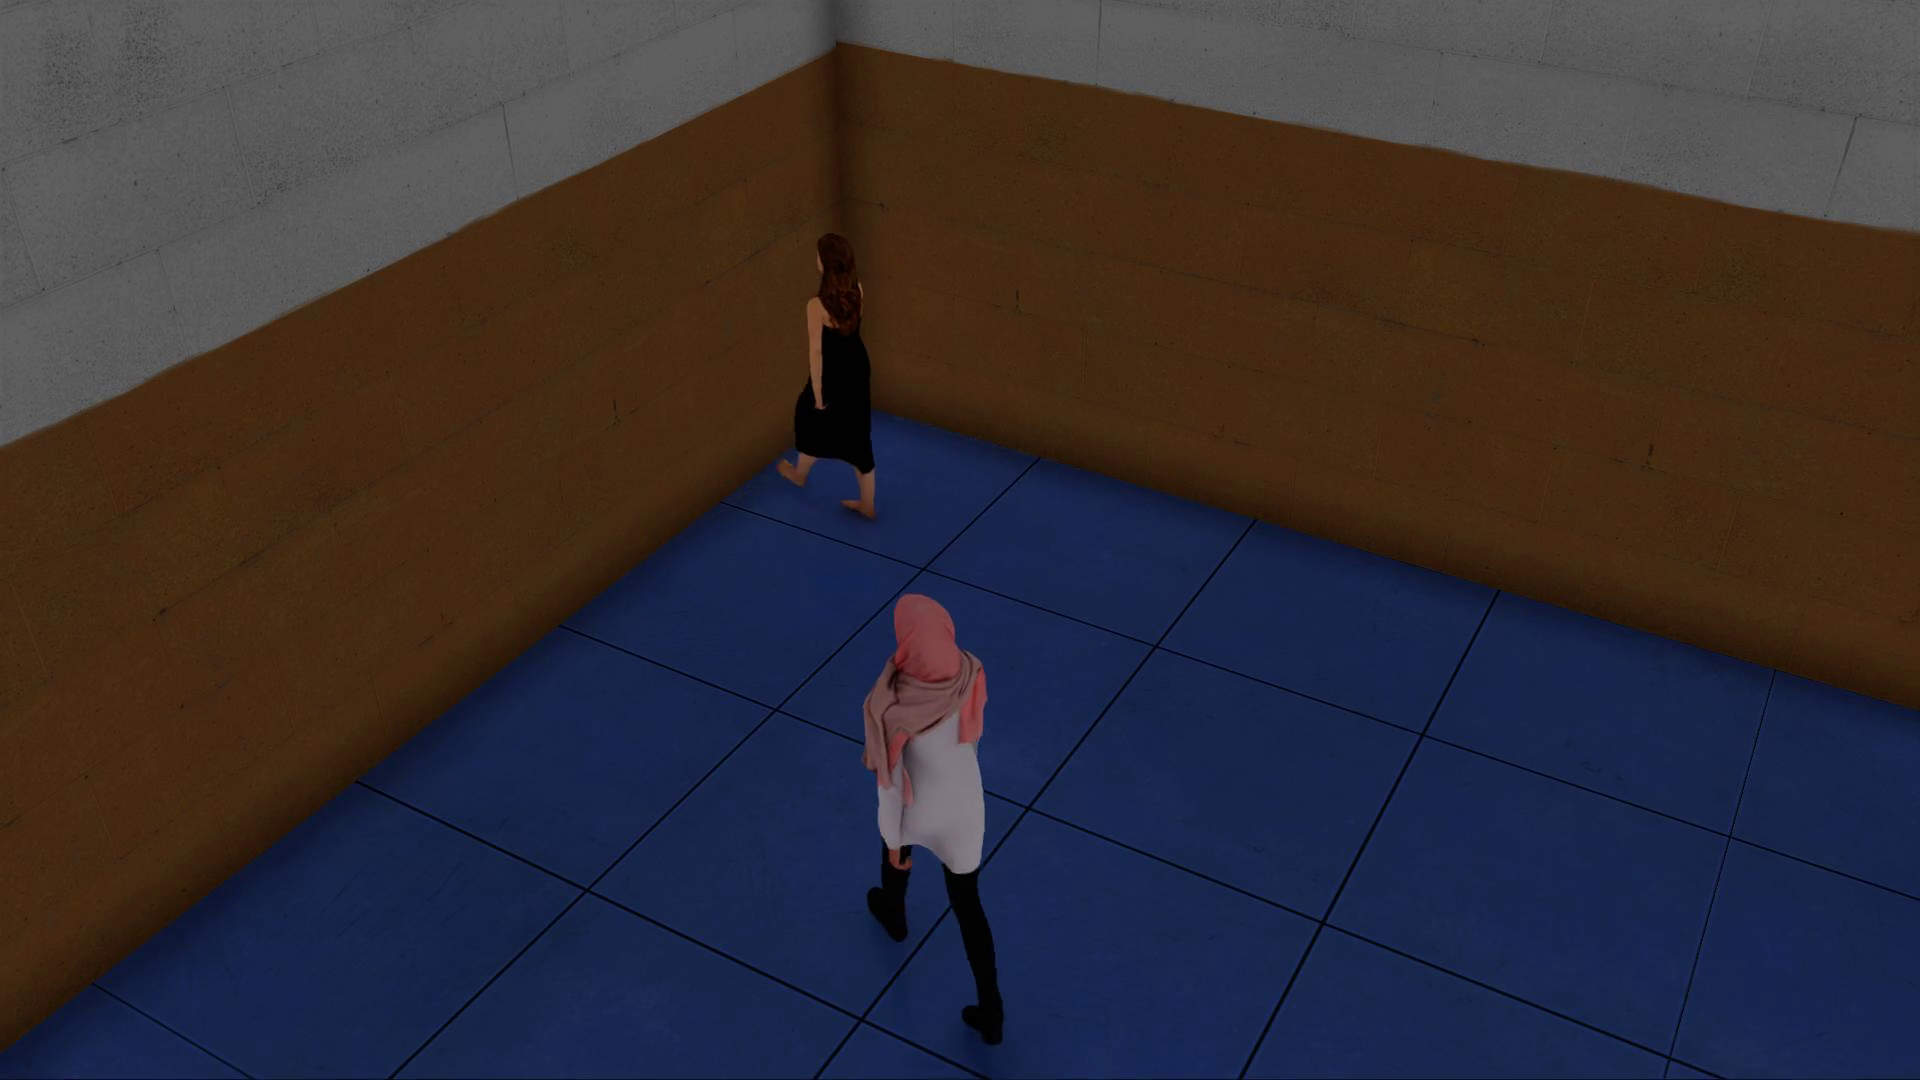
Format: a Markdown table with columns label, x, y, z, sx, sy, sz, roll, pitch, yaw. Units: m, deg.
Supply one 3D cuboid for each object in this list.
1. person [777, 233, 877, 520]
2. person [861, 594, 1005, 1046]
| label | x | y | z | sx | sy | sz | roll | pitch | yaw |
| --- | --- | --- | --- | --- | --- | --- | --- | --- | --- |
| person | -0.573 | -0.811 | 8.734 | 0.940 | 1.596 | 0.788 | -28 | 43 | -35 |
| person | -0.039 | 1.003 | 5.857 | 1.193 | 1.763 | 1.134 | -15 | 36 | -21 |
